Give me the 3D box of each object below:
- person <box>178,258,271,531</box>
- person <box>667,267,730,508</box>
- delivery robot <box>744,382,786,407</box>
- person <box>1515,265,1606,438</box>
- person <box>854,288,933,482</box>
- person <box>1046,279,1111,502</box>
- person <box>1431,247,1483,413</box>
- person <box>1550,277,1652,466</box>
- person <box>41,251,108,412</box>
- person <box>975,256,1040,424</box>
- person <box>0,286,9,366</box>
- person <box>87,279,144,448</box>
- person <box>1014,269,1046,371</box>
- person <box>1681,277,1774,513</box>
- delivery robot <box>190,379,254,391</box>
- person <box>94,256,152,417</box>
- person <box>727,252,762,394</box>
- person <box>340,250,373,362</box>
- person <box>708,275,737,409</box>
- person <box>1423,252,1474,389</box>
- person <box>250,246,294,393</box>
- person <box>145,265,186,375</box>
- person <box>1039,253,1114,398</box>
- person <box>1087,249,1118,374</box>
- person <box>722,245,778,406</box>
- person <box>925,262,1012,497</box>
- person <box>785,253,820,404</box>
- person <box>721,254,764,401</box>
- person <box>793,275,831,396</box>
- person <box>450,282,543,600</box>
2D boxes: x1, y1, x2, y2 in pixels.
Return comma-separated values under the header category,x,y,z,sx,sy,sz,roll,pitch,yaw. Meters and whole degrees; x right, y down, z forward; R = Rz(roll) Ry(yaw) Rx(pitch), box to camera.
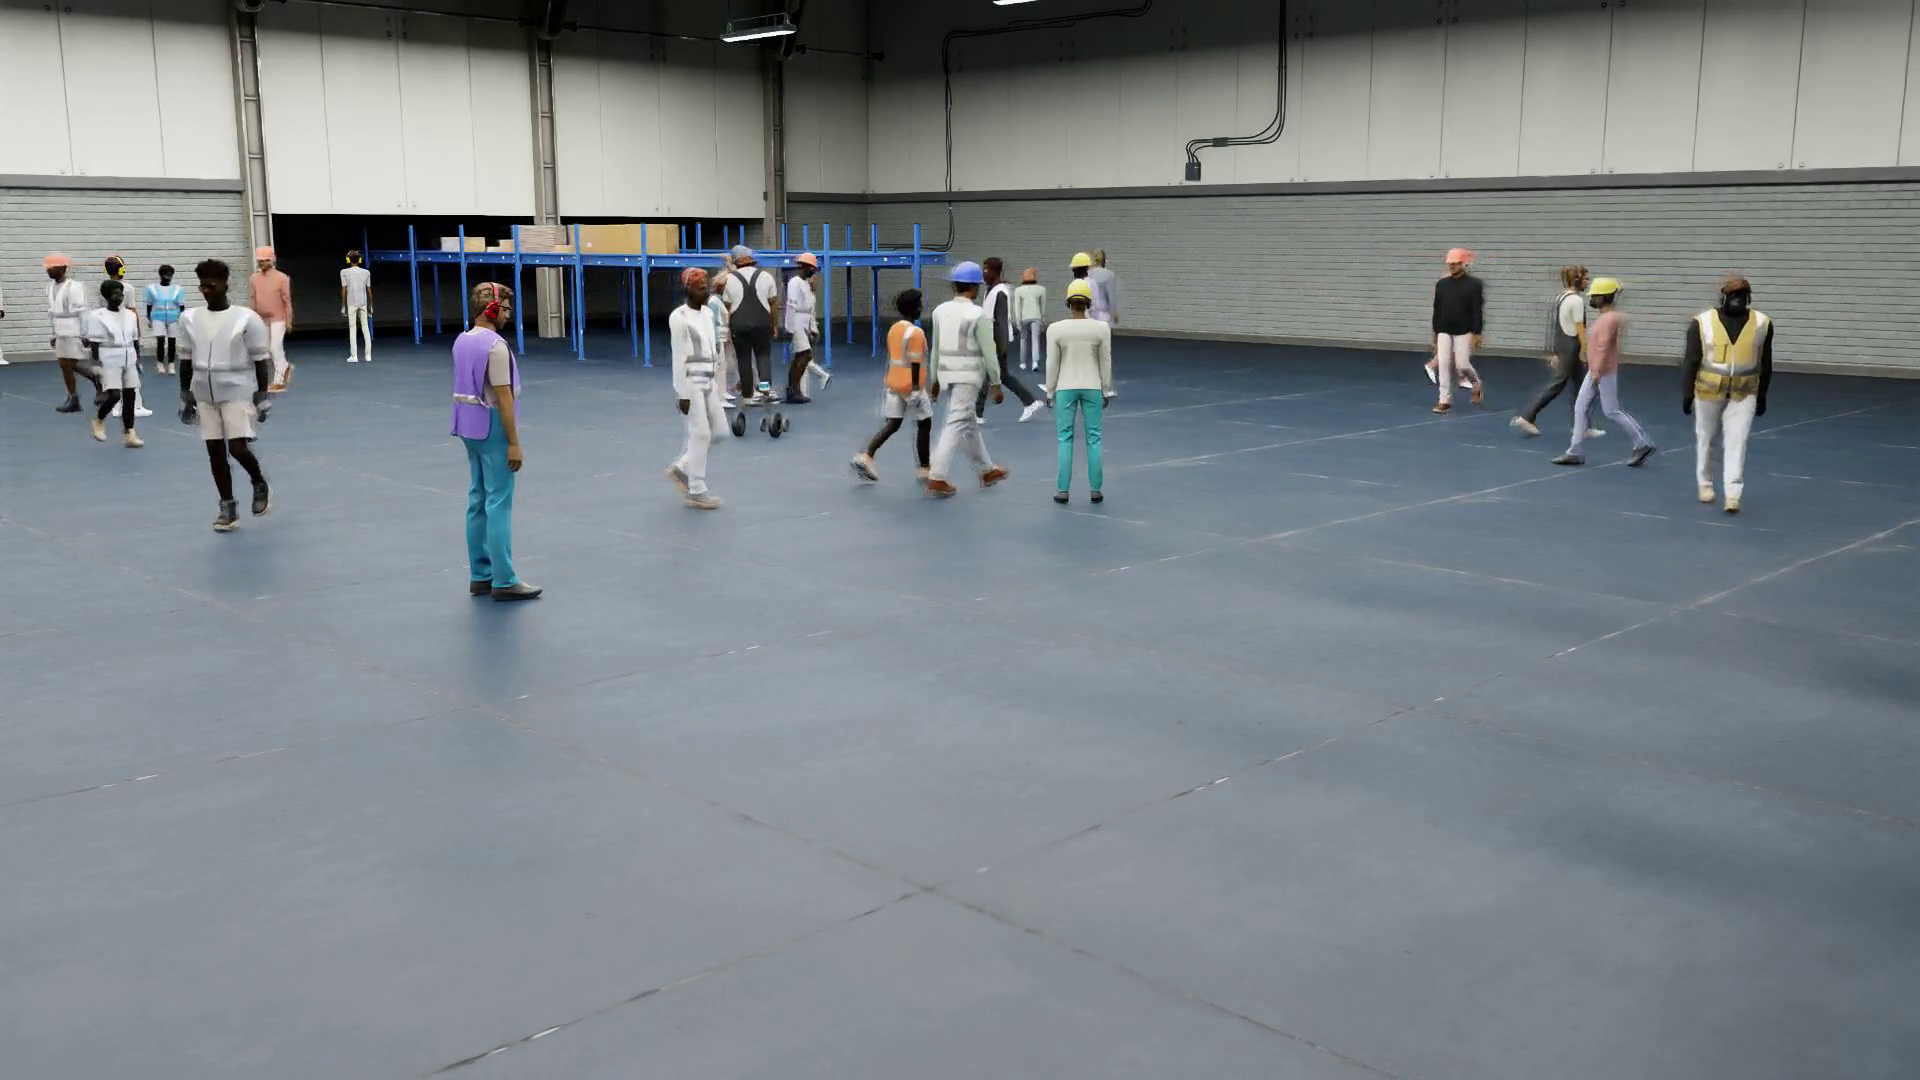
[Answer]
category,x,y,z,sx,sy,sz,roll,pitch,yaw
person,-5.313,-1.054,12.021,0.614,1.950,0.480,1,10,3
person,-2.051,-1.189,12.979,0.458,1.865,0.600,4,11,19
delivery robot,-2.097,-1.571,17.800,0.335,0.223,0.698,3,11,14
person,6.334,-1.975,17.474,0.940,1.816,0.510,2,11,9
person,-0.523,-1.315,14.238,0.794,1.667,0.534,-6,12,-31
person,0.939,-1.183,13.229,0.523,1.769,0.313,0,10,-2
person,5.998,-2.525,19.990,0.694,1.971,0.622,-10,14,-43
person,5.957,-1.542,15.268,0.831,1.738,0.522,1,10,6
person,-10.715,-2.514,20.082,0.555,1.923,0.595,6,12,29
person,0.452,-2.256,18.843,0.933,1.859,0.603,-1,10,-7
person,-15.874,-3.796,27.065,0.585,1.918,0.379,-2,11,-9
person,-8.443,-1.764,16.619,0.408,1.682,0.539,5,12,26
person,1.107,-3.470,26.184,0.501,1.592,0.862,0,10,-1
person,5.952,-1.143,12.946,0.644,1.795,0.952,4,11,19
delivery robot,-8.864,-1.838,19.967,0.707,0.478,0.477,-3,11,-17
person,-9.827,-2.382,19.482,0.520,1.873,0.328,1,10,3
person,-2.857,-2.880,22.028,0.660,1.921,0.635,-5,12,-27
person,-10.142,-3.926,27.950,0.520,1.861,0.318,-8,13,-36
person,-2.973,-2.436,20.448,0.399,1.628,0.537,2,11,10
person,6.921,-3.084,23.290,0.849,1.884,0.636,8,13,36
person,-9.319,-3.009,22.630,0.622,1.978,0.639,3,11,15
person,-11.982,-3.320,25.120,0.549,1.659,0.565,-6,12,-31
person,1.563,-2.778,21.634,1.000,1.873,0.598,4,11,22
person,2.044,-3.451,25.247,0.943,1.907,0.631,-9,14,-40
person,-2.623,-2.655,20.623,0.703,2.000,0.544,-3,11,-15
person,0.077,-1.320,13.634,1.012,1.890,0.644,-9,14,-40
person,-2.002,-2.681,21.063,0.522,1.888,0.574,2,10,8
person,-2.848,-2.732,21.369,0.773,1.877,0.653,2,11,13
person,-1.967,-2.655,21.643,0.551,1.616,0.531,-5,12,-26
person,-2.756,-0.578,9.732,0.389,1.838,0.563,-9,14,-41
